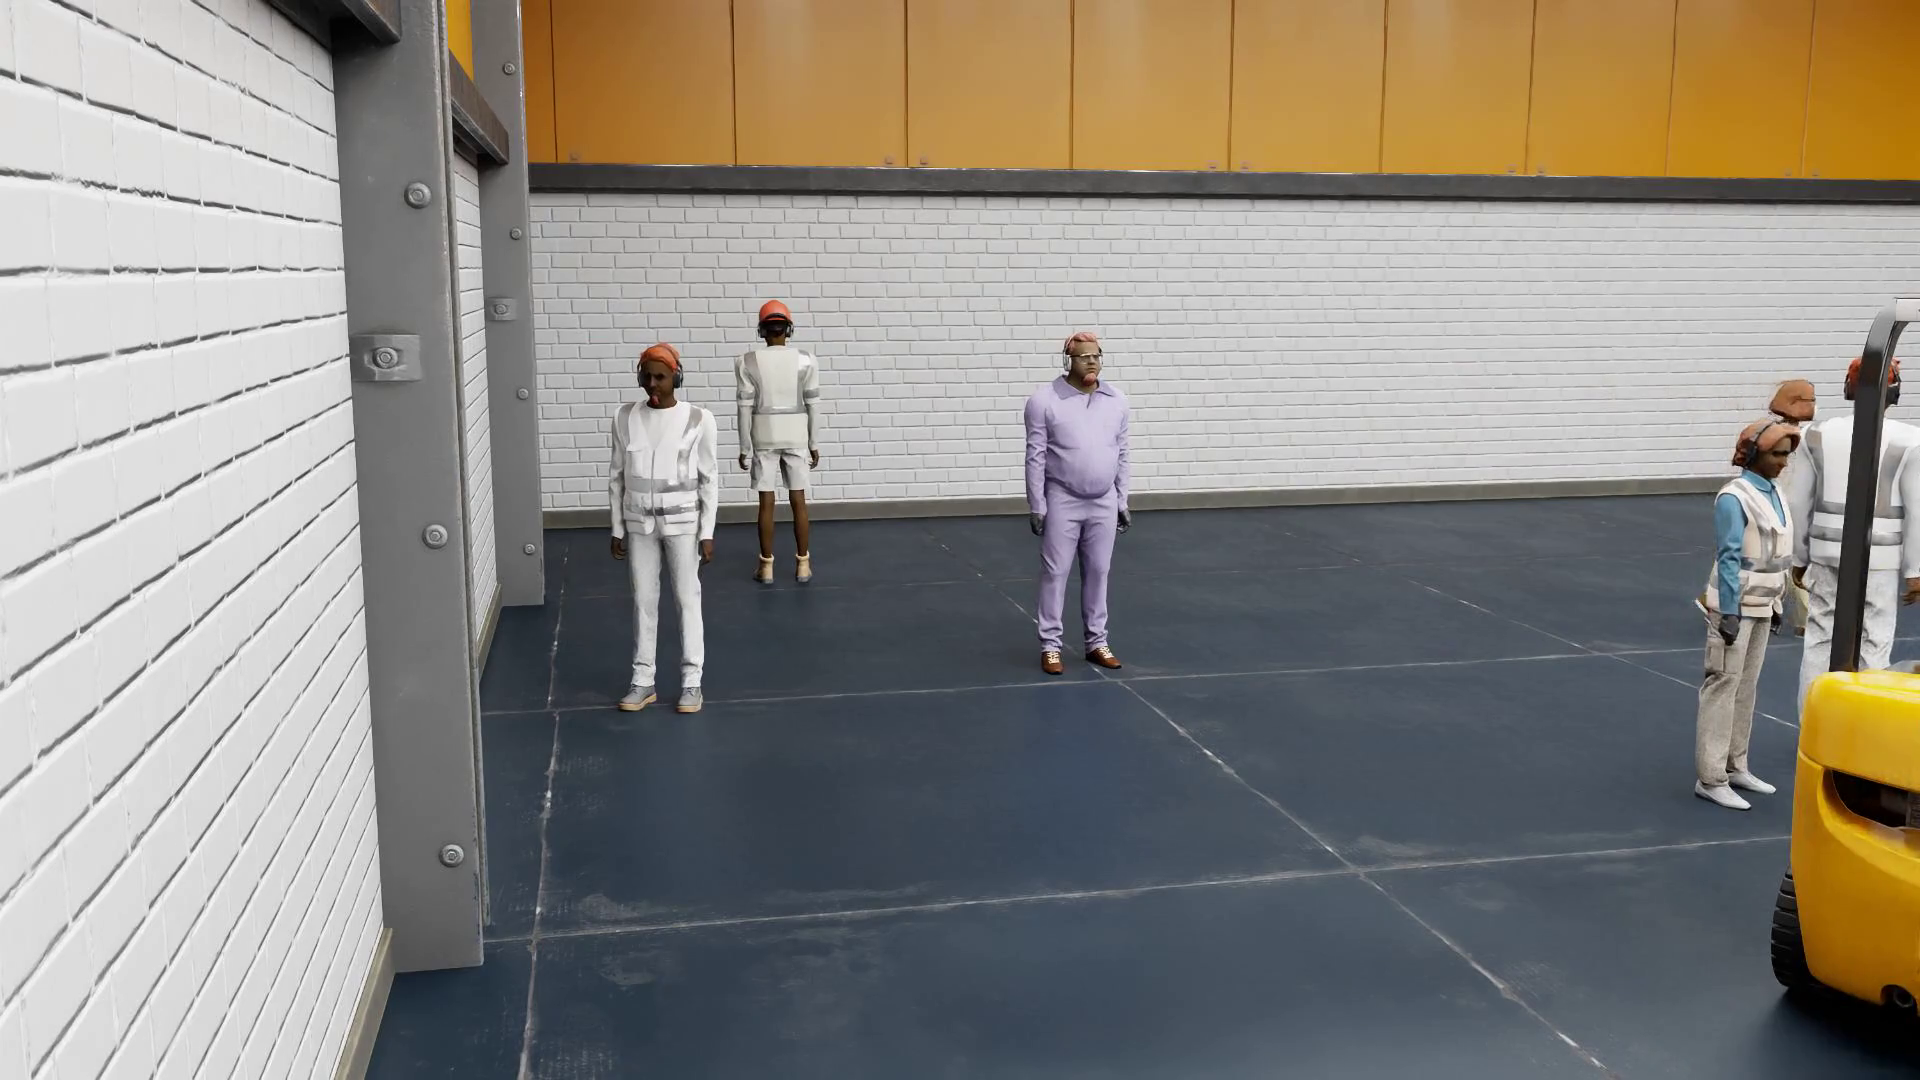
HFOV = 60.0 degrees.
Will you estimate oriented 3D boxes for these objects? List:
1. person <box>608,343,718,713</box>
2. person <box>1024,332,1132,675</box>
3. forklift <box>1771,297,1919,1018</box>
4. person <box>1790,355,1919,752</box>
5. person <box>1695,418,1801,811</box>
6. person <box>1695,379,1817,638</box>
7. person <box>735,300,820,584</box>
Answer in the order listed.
[{"bbox_3d":[-1.517,-0.055,8.489,0.575,1.885,0.355,1,9,8],"label":"person"},{"bbox_3d":[0.679,-0.208,9.338,0.641,1.913,0.408,-4,10,-21],"label":"person"},{"bbox_3d":[3.542,0.334,5.177,2.313,2.155,1.214,-9,13,-43],"label":"forklift"},{"bbox_3d":[4.073,0.098,7.565,0.357,1.881,0.574,-8,13,-42],"label":"person"},{"bbox_3d":[3.333,0.303,7.050,0.513,1.639,0.311,-9,13,-44],"label":"person"},{"bbox_3d":[5.017,-0.198,10.221,0.811,1.602,0.500,4,10,21],"label":"person"},{"bbox_3d":[-1.308,-0.700,11.964,0.605,2.036,0.383,-2,10,-13],"label":"person"}]
